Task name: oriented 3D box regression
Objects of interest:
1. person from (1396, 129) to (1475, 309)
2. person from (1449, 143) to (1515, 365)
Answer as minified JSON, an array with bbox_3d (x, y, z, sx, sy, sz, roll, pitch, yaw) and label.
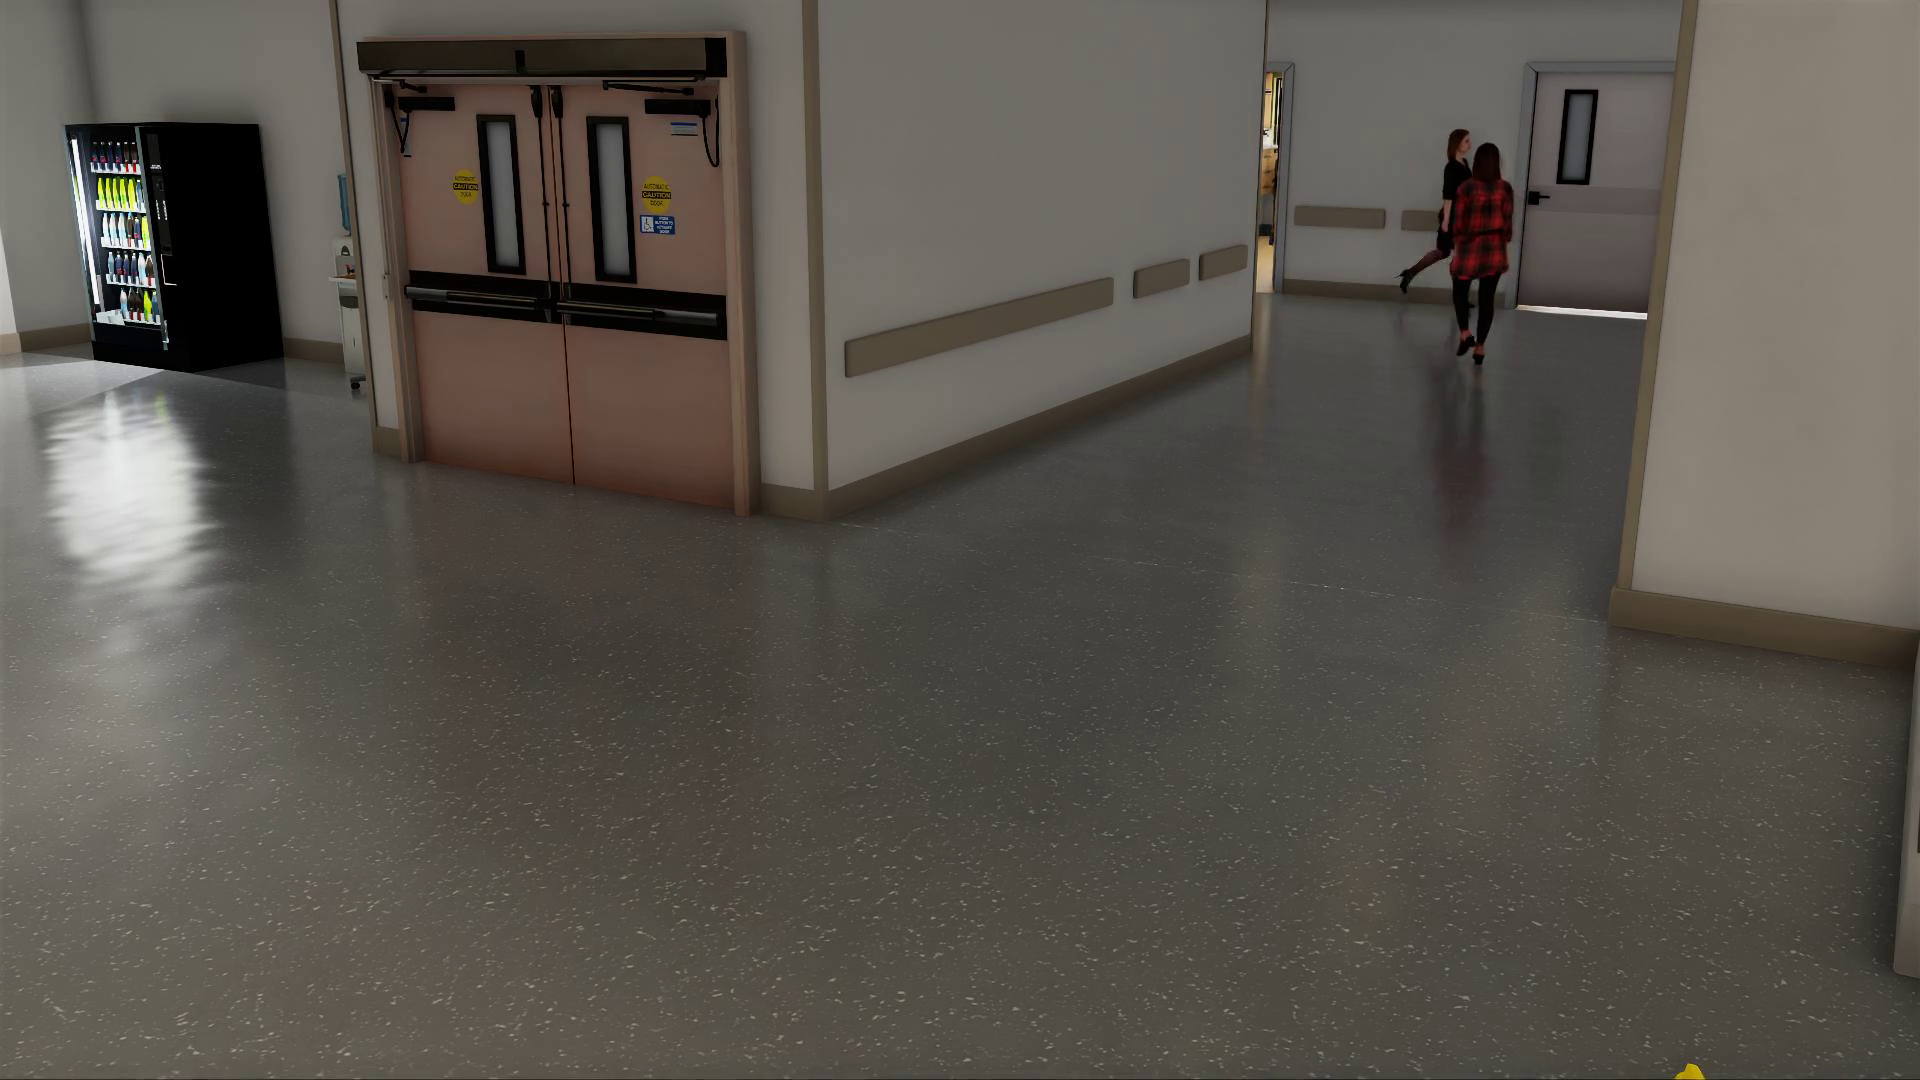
[{"bbox_3d":[4.659,-3.081,16.031,1.002,1.680,0.600,8,18,27],"label":"person"},{"bbox_3d":[4.041,-2.196,12.867,0.701,1.693,0.783,3,16,9],"label":"person"}]
